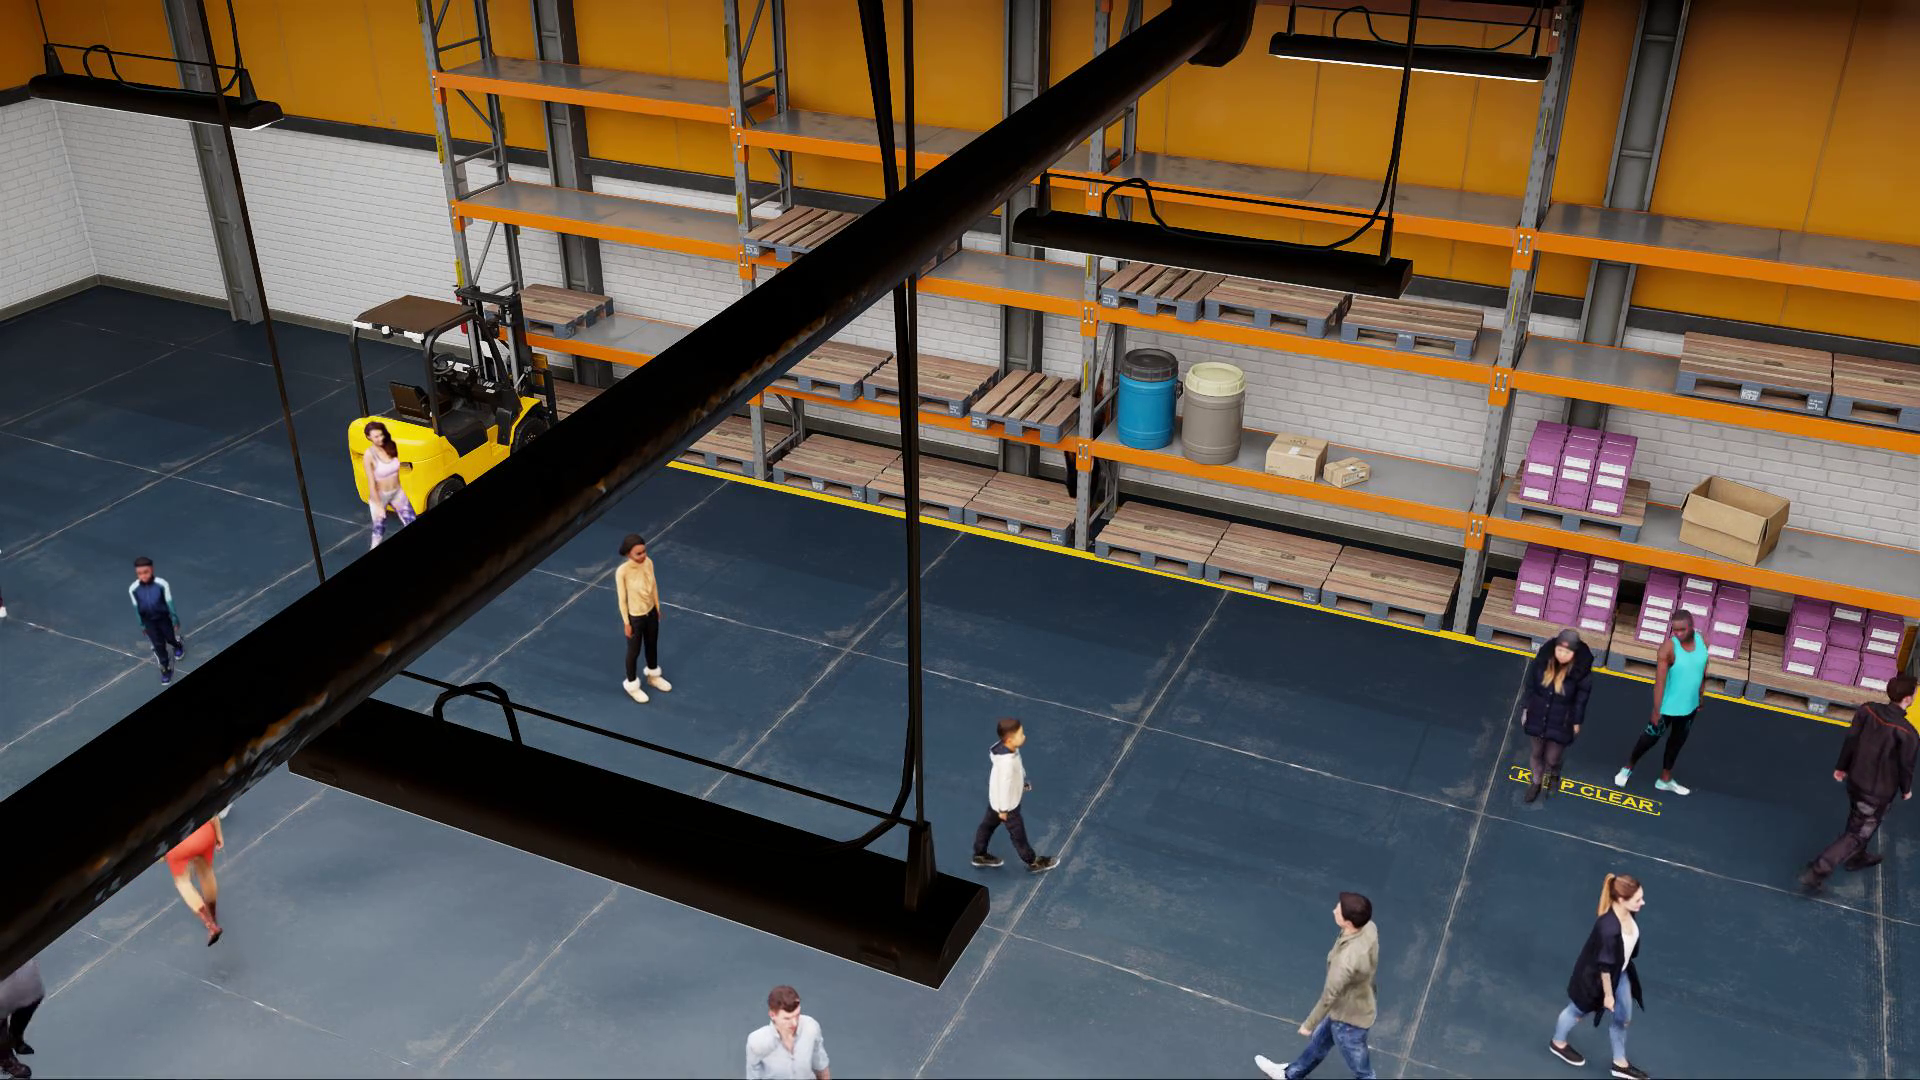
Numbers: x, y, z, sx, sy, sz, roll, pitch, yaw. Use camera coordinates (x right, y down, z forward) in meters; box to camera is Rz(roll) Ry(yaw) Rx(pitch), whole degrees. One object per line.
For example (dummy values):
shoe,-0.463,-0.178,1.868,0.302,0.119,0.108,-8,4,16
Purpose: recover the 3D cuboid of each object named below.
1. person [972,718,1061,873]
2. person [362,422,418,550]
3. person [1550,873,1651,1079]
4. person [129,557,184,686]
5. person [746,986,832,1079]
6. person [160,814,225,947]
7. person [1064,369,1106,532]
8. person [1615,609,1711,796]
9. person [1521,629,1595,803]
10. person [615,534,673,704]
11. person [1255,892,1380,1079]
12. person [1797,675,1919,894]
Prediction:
person,0.284,1.997,12.913,1.017,1.418,0.839,-1,29,-1
person,-5.916,-0.401,17.004,1.211,1.711,0.694,17,33,28
person,4.184,2.860,11.078,0.966,1.661,0.789,23,36,35
person,-7.460,0.695,15.484,0.809,1.242,0.841,-7,29,-12
person,-1.086,3.340,10.022,0.884,1.829,0.967,-17,33,-28
person,-5.617,2.243,12.162,0.828,1.707,0.997,-21,35,-34
person,1.338,-1.049,18.118,0.944,1.781,0.968,-4,29,-8
person,5.946,1.333,13.750,0.857,1.783,0.920,-18,33,-29
person,4.912,1.412,13.723,0.717,1.670,0.809,22,35,34
person,-2.911,0.675,15.086,0.635,1.658,0.655,23,36,36
person,2.570,3.060,10.557,1.207,1.809,0.754,15,32,25
person,6.862,1.885,12.633,1.261,1.883,1.144,-7,29,-13
